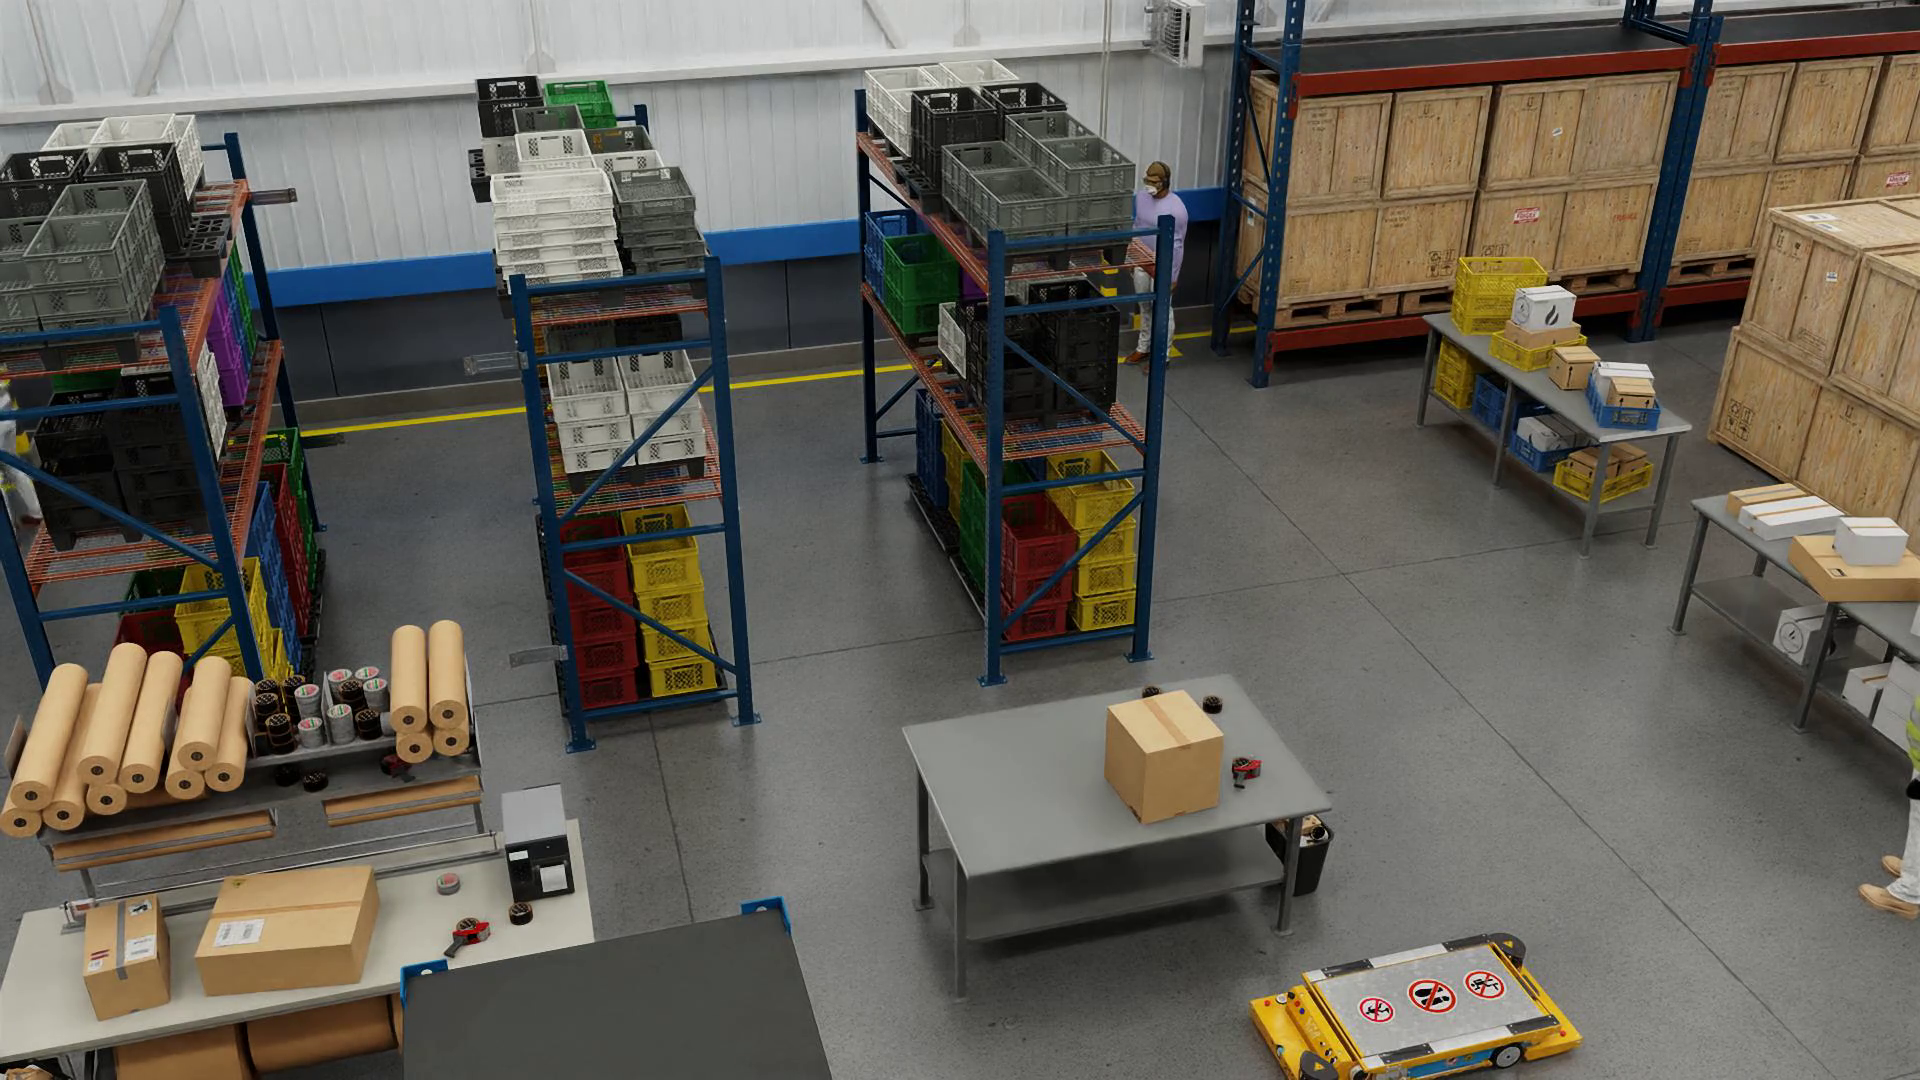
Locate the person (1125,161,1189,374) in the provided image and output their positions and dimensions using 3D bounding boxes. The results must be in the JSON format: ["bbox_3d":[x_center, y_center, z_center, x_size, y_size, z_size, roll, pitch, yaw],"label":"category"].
[{"bbox_3d":[1.750,-2.441,14.867,0.374,1.933,0.625,-18,33,-29],"label":"person"}]

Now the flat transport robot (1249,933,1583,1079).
[{"bbox_3d":[2.184,2.282,7.980,1.431,0.197,0.652,-8,30,-14],"label":"flat transport robot"}]

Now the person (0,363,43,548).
[{"bbox_3d":[-7.021,-0.828,12.011,0.396,1.862,0.643,1,29,2],"label":"person"}]

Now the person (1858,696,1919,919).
[{"bbox_3d":[5.041,1.110,8.501,0.619,1.838,0.430,-23,36,-35],"label":"person"}]
